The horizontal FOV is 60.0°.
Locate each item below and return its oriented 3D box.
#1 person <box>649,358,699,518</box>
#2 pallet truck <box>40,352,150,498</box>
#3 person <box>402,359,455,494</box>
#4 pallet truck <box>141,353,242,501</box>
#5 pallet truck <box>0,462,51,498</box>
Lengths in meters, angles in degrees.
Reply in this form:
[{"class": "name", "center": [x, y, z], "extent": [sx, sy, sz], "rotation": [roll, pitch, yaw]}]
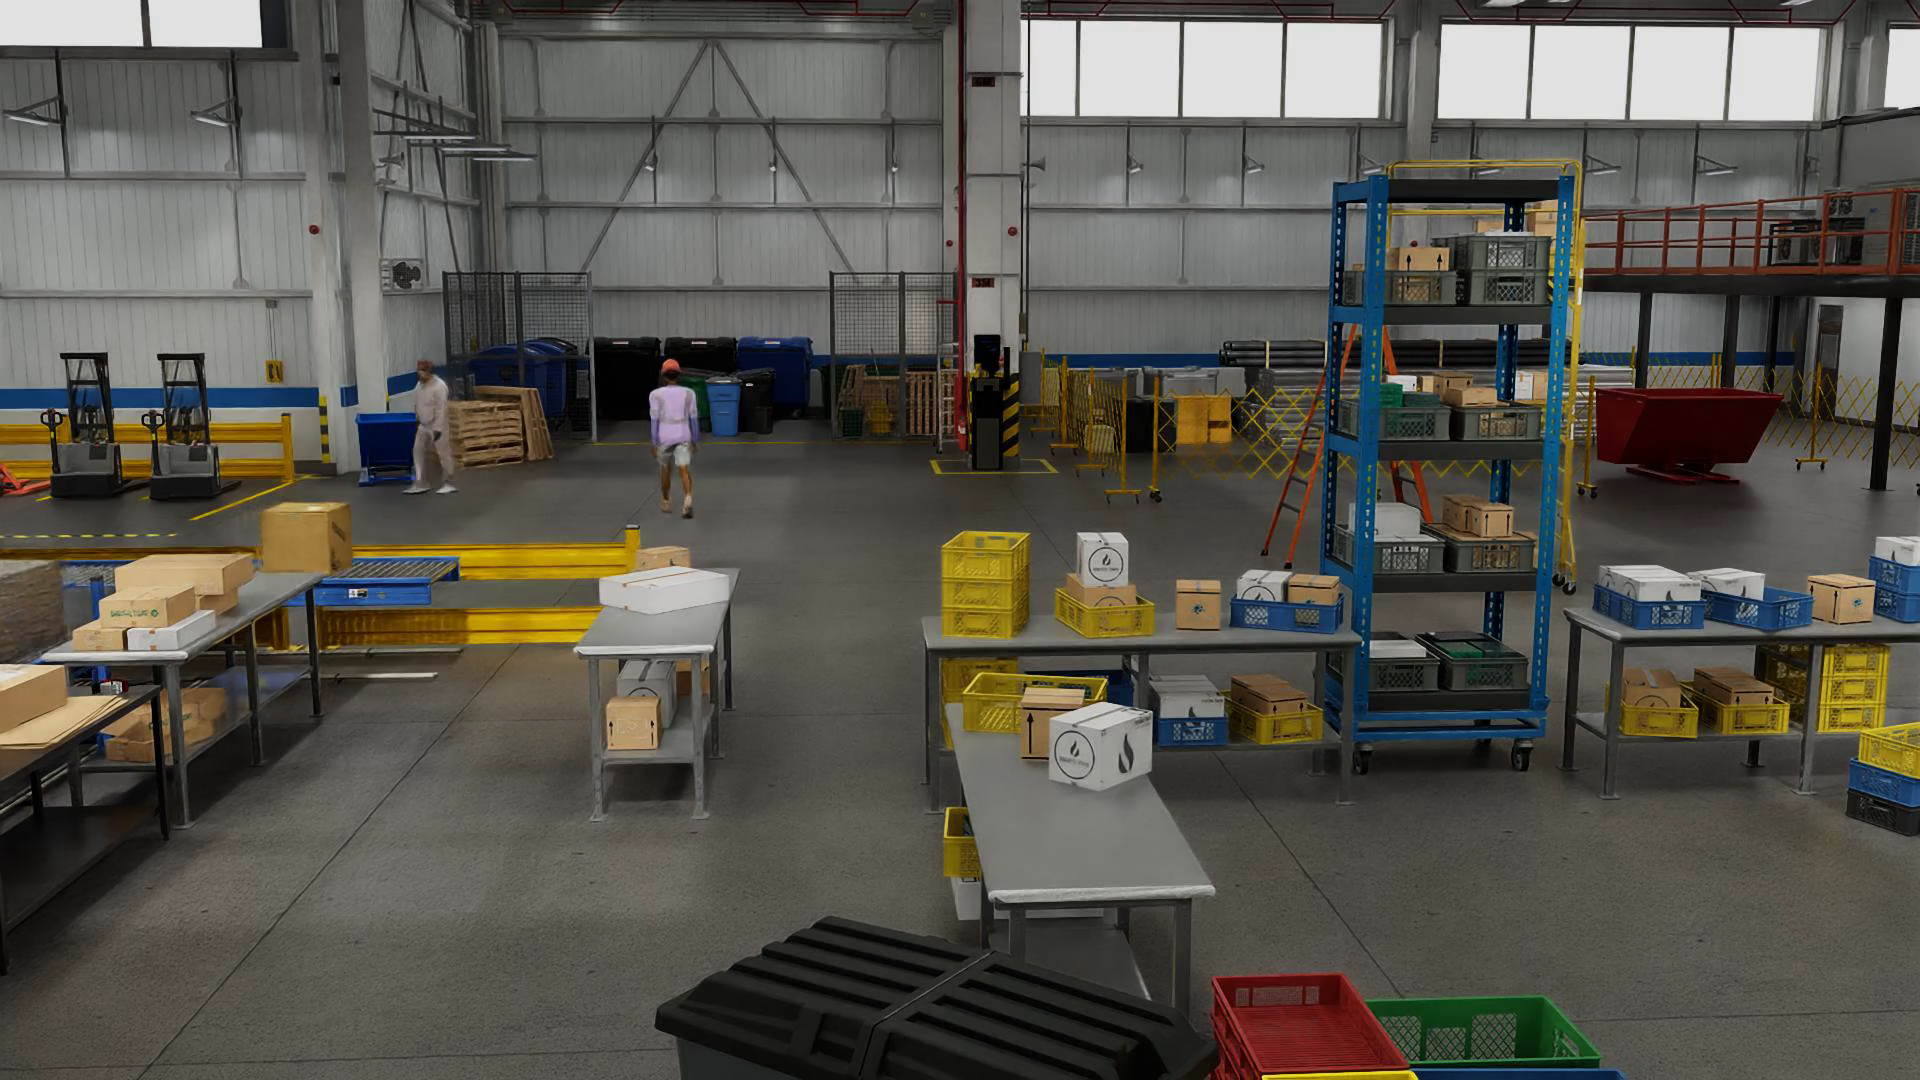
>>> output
[{"class": "person", "center": [-3.576, -1.281, 20.904], "extent": [0.622, 2.008, 1.008], "rotation": [-4, 10, -22]}, {"class": "pallet truck", "center": [-11.907, -1.642, 23.165], "extent": [0.823, 1.965, 1.885], "rotation": [0, 9, 0]}, {"class": "person", "center": [-7.348, -1.543, 22.911], "extent": [0.667, 1.875, 0.826], "rotation": [6, 11, 33]}, {"class": "pallet truck", "center": [-10.520, -1.604, 22.925], "extent": [0.823, 1.965, 1.885], "rotation": [-1, 9, -6]}, {"class": "pallet truck", "center": [-13.193, -1.293, 23.148], "extent": [0.653, 1.274, 1.630], "rotation": [-1, 9, -4]}]
